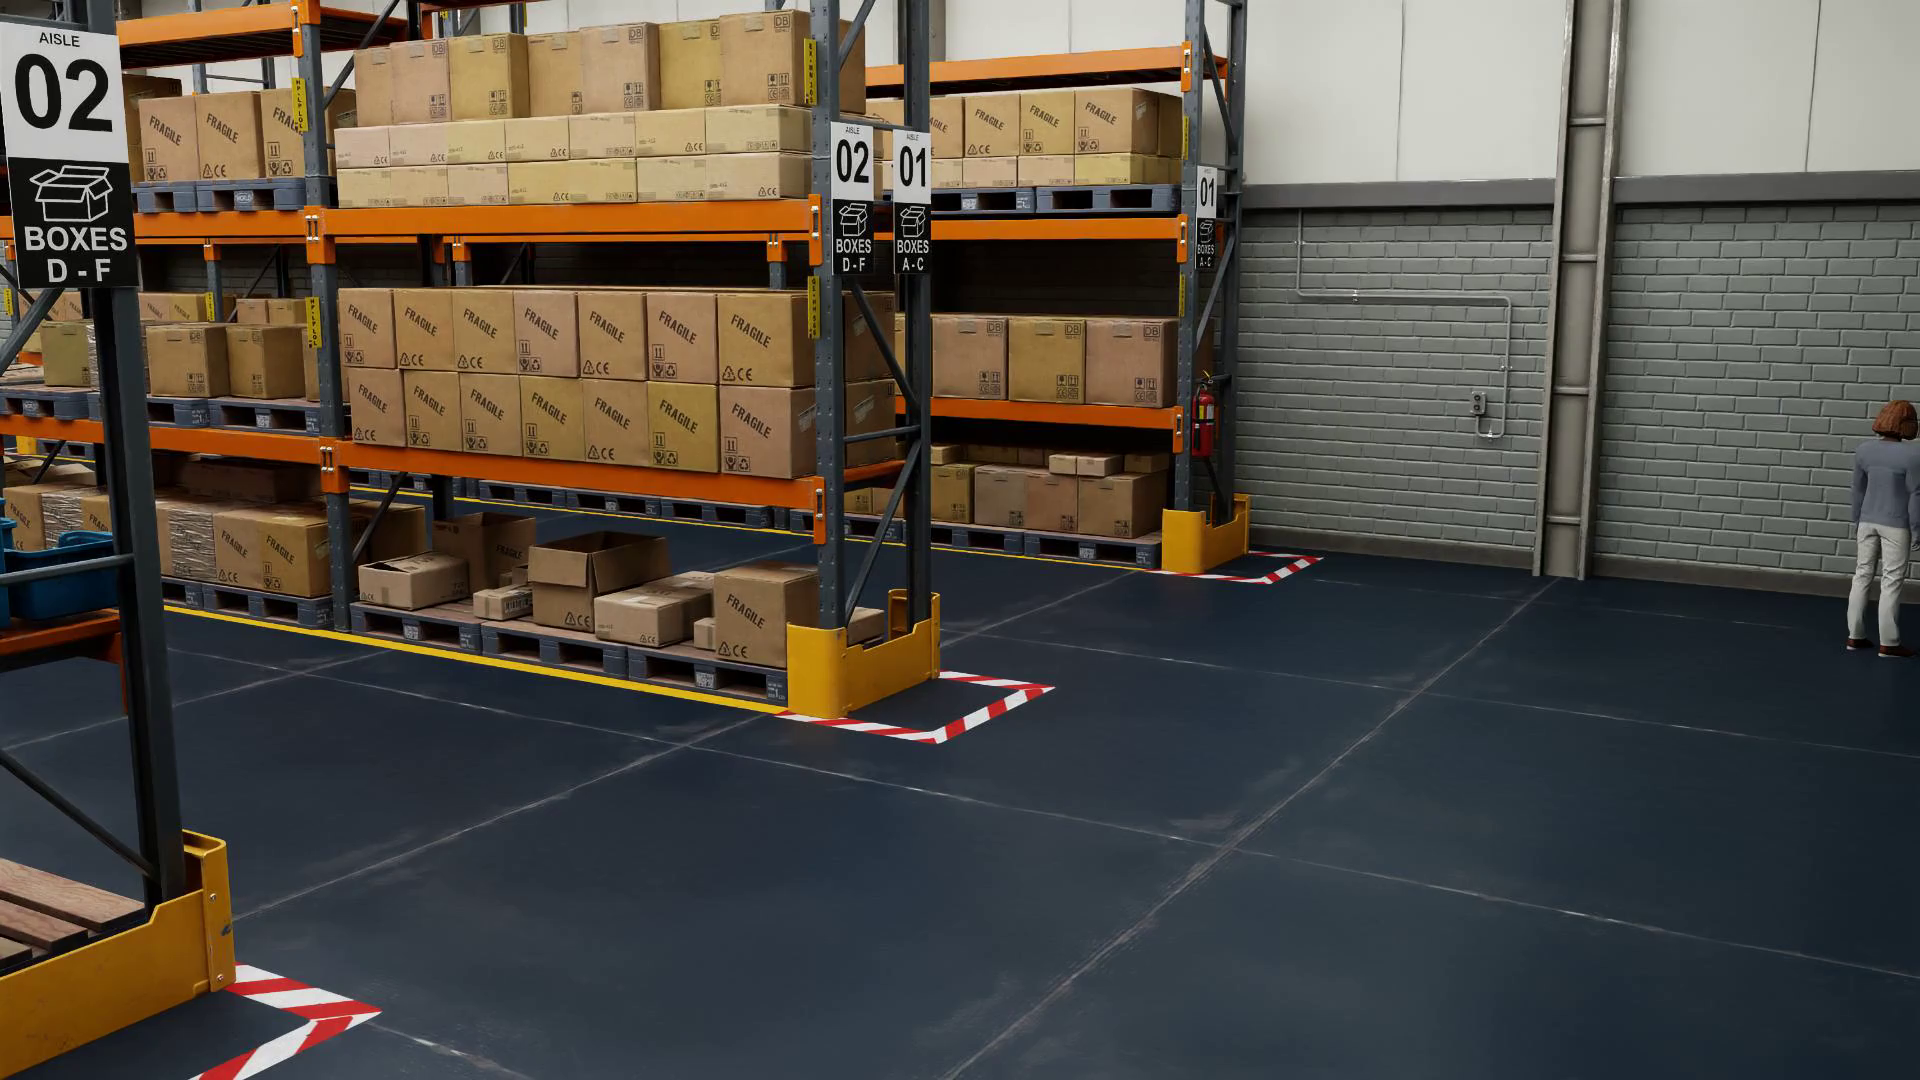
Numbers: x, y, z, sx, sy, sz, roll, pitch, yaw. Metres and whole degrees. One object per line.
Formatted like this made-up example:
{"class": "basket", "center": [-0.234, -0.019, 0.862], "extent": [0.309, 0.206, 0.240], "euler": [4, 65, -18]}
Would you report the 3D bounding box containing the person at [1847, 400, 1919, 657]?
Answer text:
{"class": "person", "center": [5.893, -0.076, 10.571], "extent": [0.279, 1.634, 0.499], "euler": [-4, 10, -21]}
